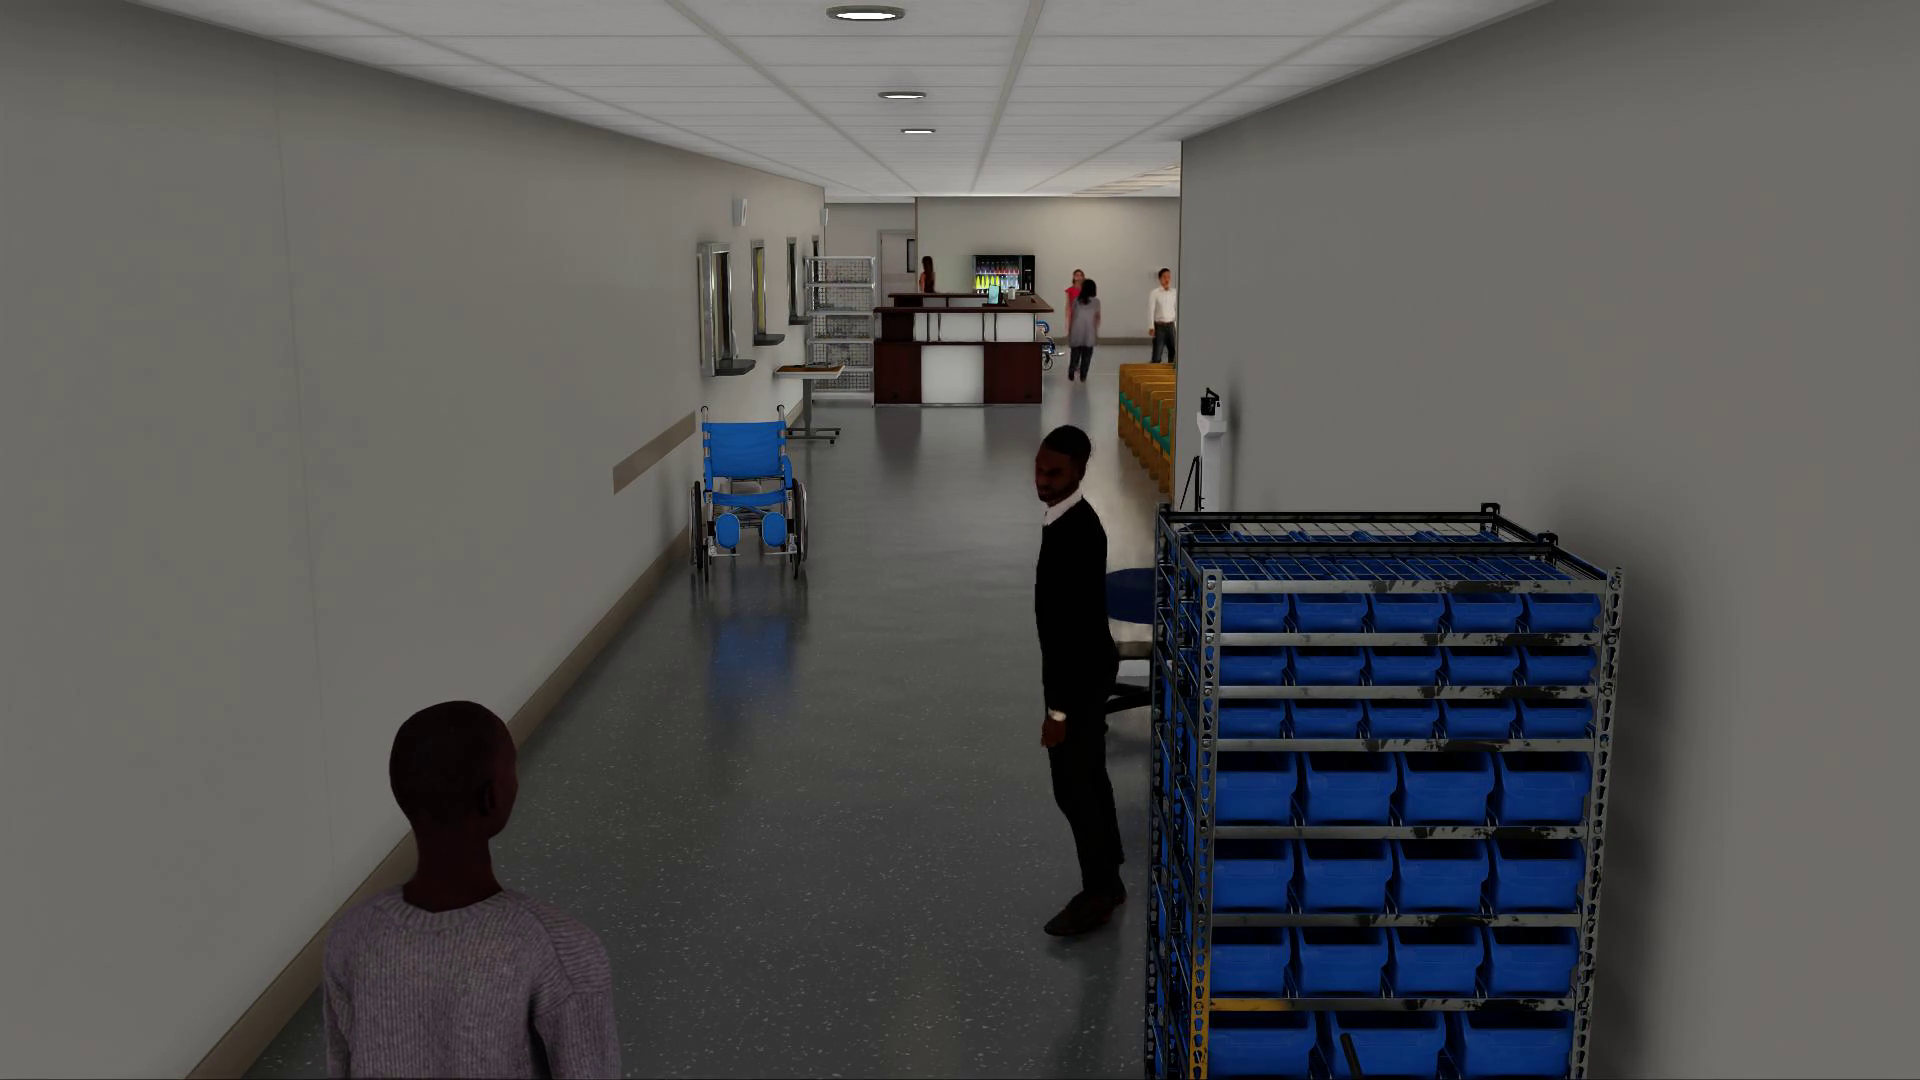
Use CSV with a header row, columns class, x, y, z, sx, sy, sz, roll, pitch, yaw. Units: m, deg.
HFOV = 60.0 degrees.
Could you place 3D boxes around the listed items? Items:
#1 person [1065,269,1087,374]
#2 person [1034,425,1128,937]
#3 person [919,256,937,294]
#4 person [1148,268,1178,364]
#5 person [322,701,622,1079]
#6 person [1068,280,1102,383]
class,x,y,z,sx,sy,sz,roll,pitch,yaw
person,1.942,-3.597,27.449,0.874,1.700,0.652,0,11,-1
person,0.458,0.473,5.781,0.586,1.782,0.856,3,11,14
person,-0.559,-4.587,32.328,0.911,1.826,0.840,9,14,40
person,2.971,-3.115,24.668,0.961,1.788,0.944,-4,12,-21
person,-0.722,1.096,2.521,0.533,1.772,0.709,2,11,10
person,1.905,-3.227,25.803,0.850,1.585,0.868,3,11,13
